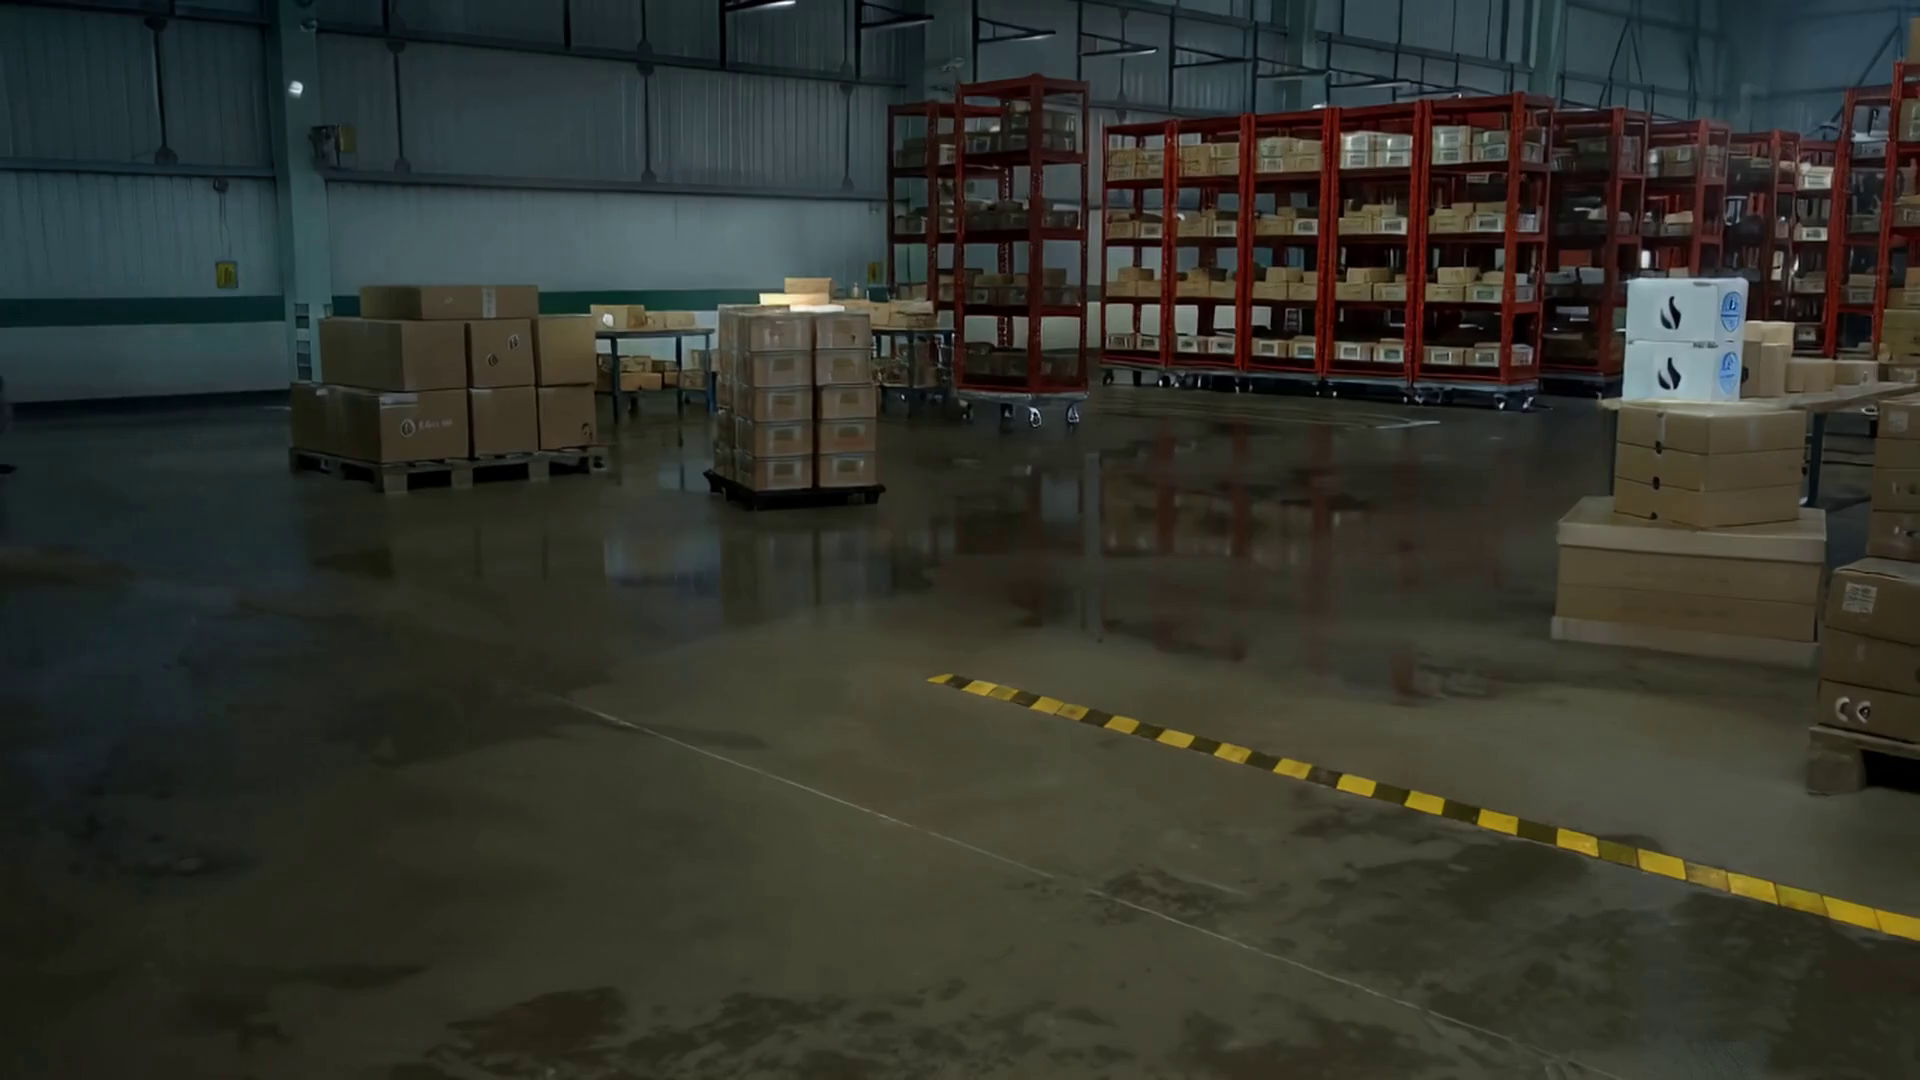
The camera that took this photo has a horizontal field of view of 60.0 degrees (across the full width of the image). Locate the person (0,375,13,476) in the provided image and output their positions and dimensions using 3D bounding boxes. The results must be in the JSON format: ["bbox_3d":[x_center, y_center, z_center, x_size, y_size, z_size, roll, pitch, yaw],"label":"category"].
[{"bbox_3d":[-7.791,-1.370,13.284,0.464,1.731,0.612,-5,11,-28],"label":"person"}]
